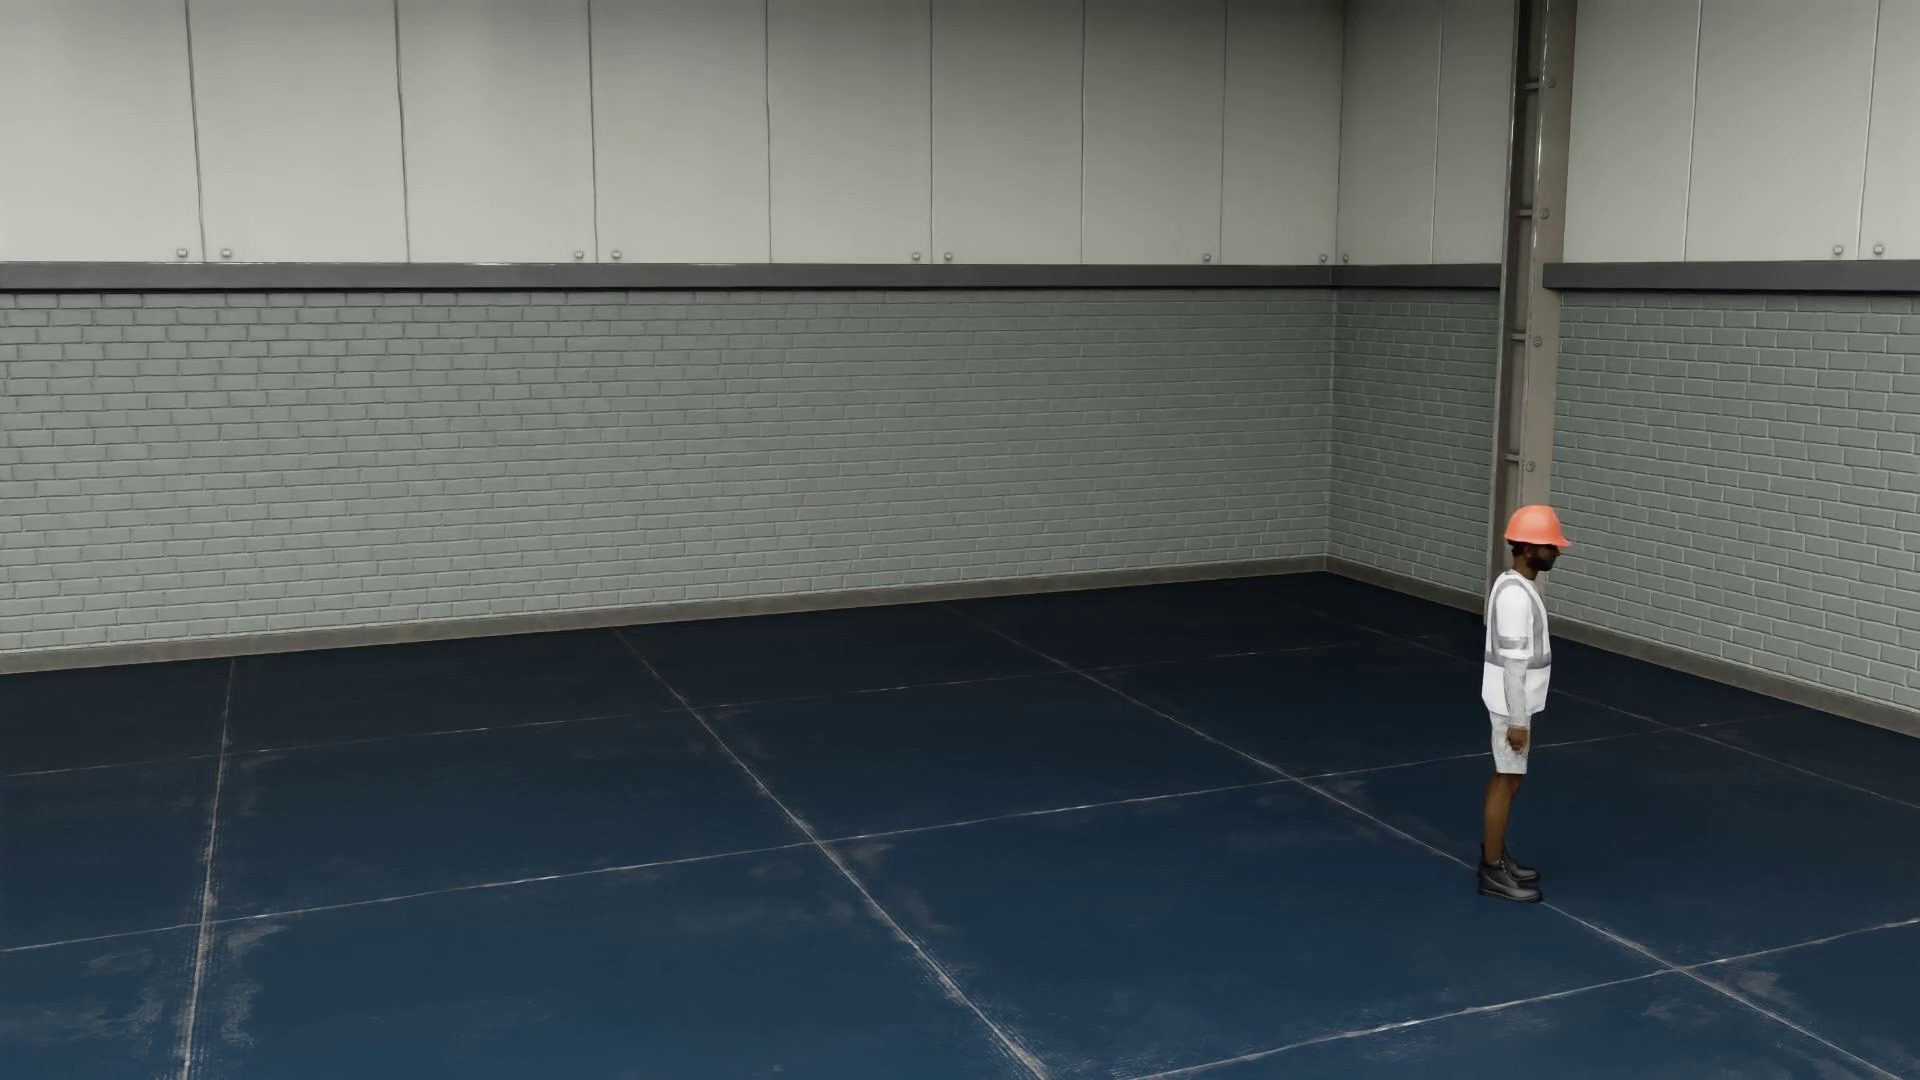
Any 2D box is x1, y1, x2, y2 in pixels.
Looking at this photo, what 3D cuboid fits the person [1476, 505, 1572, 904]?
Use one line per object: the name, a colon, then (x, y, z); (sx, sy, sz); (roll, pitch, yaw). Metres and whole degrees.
person: (2.742, 0.786, 8.112); (0.377, 1.933, 0.551); (3, 10, 18)
